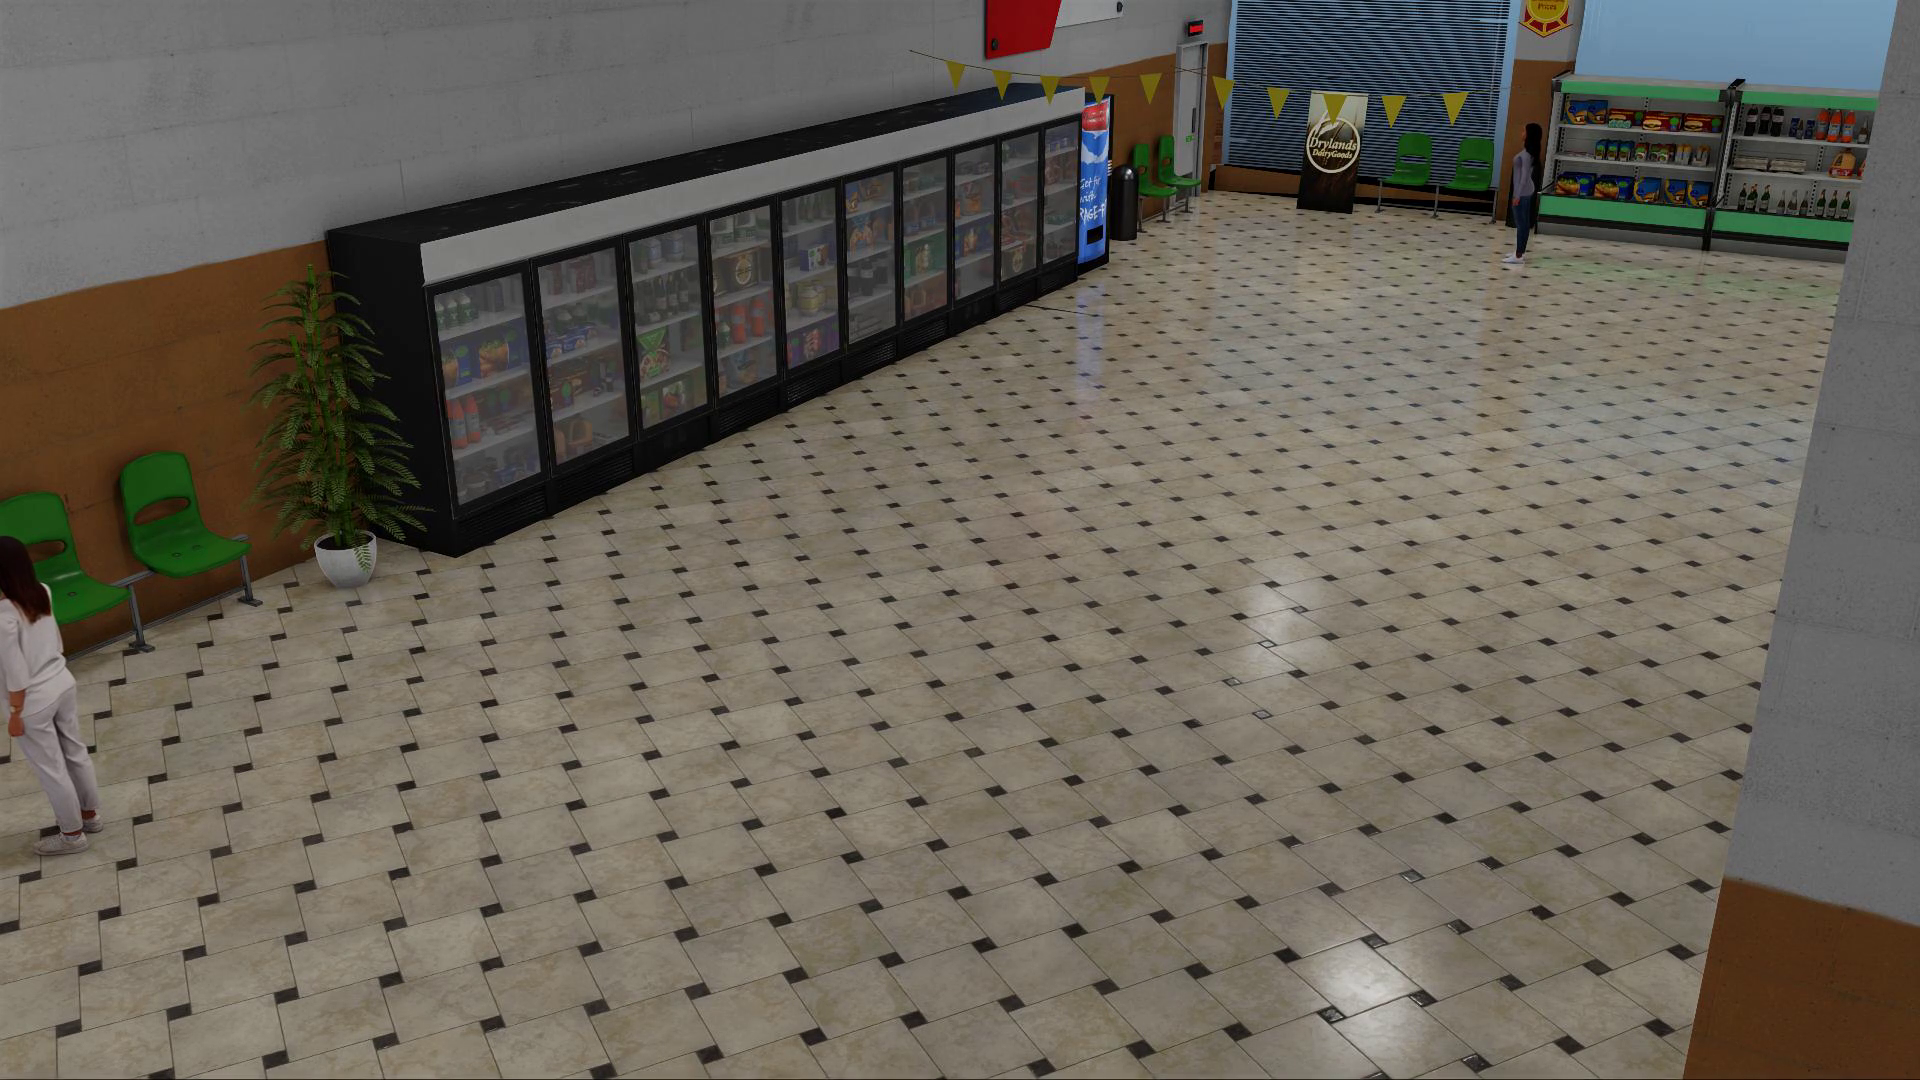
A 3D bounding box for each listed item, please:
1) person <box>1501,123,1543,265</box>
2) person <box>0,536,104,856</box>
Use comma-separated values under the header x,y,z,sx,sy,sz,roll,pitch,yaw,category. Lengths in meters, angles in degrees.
x,y,z,sx,sy,sz,roll,pitch,yaw,category
7.120,-4.371,20.967,0.510,1.736,0.595,12,25,28,person
-4.565,0.766,8.246,0.687,1.688,0.683,0,22,0,person
